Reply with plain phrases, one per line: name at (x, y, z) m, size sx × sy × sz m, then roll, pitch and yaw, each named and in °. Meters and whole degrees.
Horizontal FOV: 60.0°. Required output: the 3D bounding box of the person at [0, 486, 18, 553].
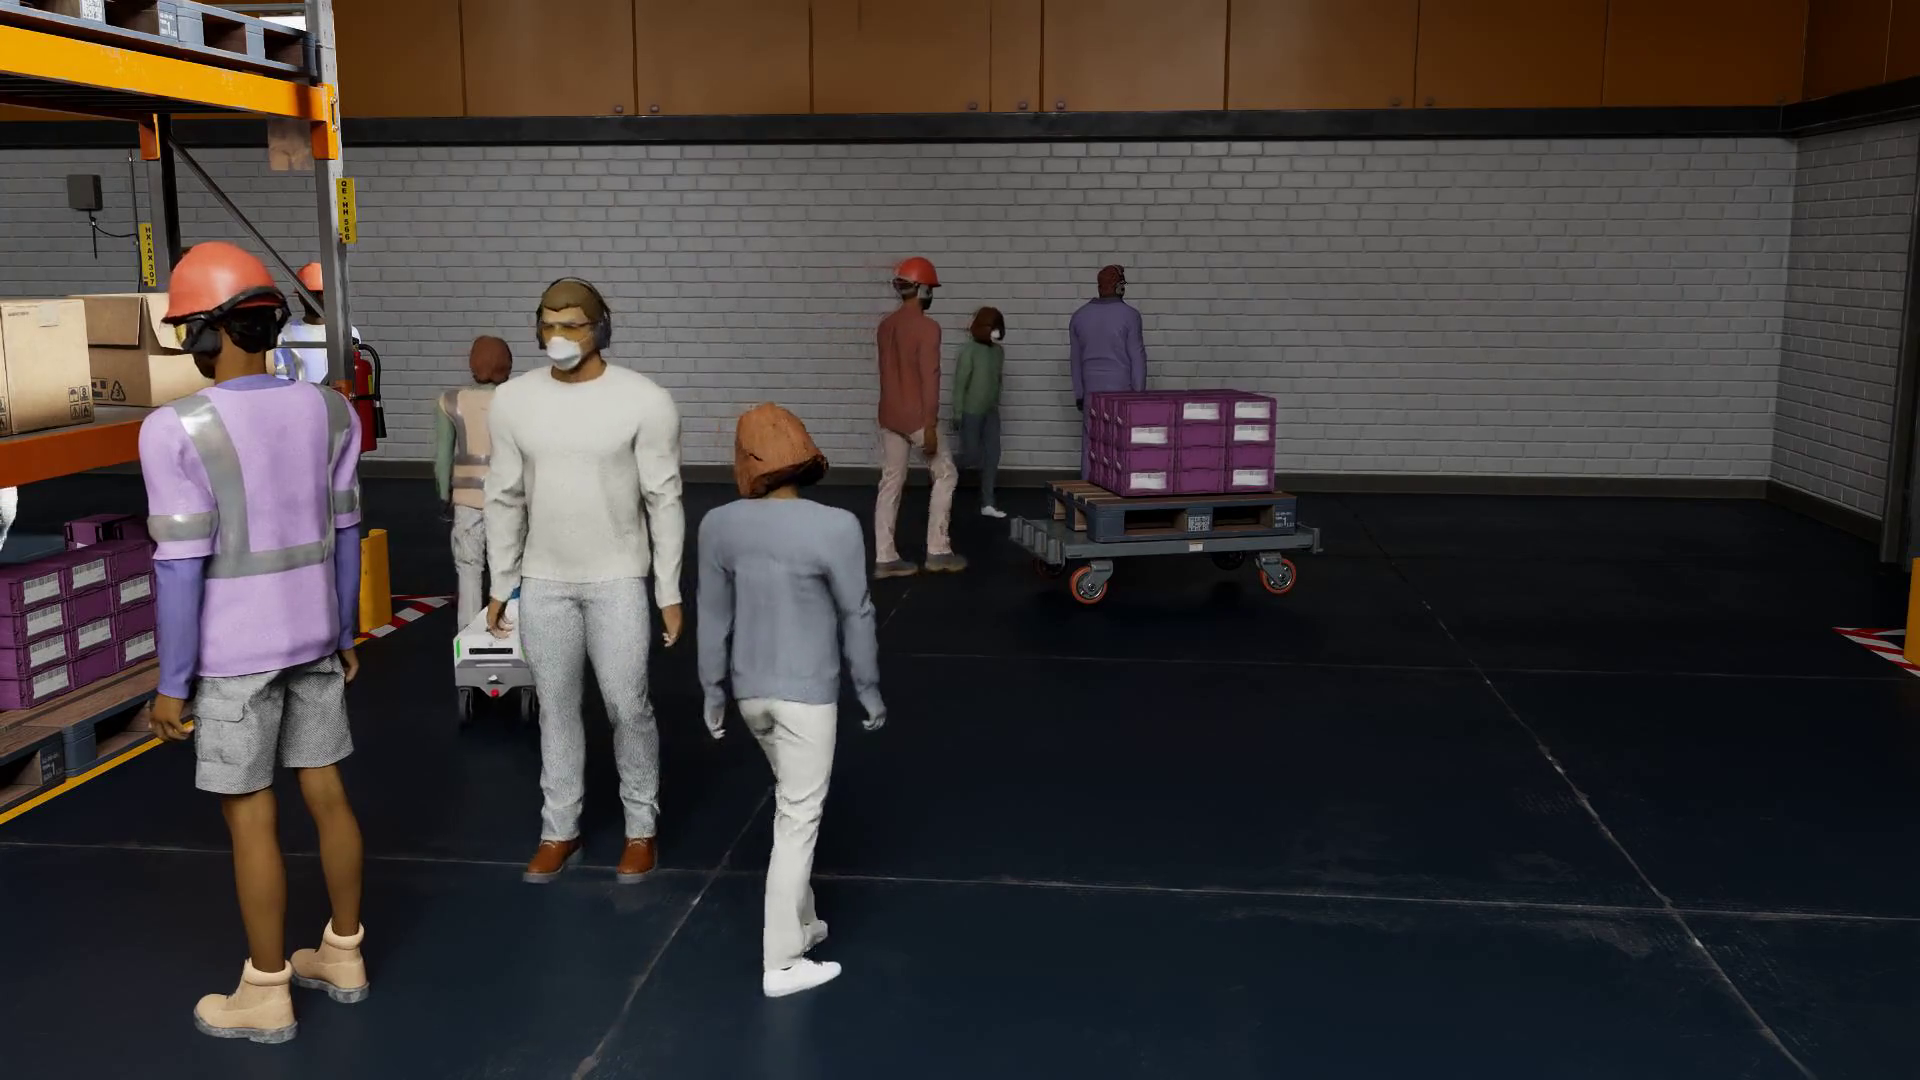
person at (-5.639, -0.556, 9.487) m, size 0.575 × 1.869 × 0.631 m, roll -8°, pitch 13°, yaw -39°

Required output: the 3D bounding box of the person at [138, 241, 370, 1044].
person at (-1.808, 0.269, 4.273) m, size 0.381 × 2.042 × 0.604 m, roll 5°, pitch 11°, yaw 28°

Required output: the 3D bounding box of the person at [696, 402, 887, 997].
person at (-0.436, 0.425, 4.617) m, size 0.490 × 1.614 × 0.549 m, roll 6°, pitch 12°, yaw 32°

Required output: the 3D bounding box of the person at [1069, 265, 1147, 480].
person at (1.147, -1.120, 12.607) m, size 0.639 × 1.910 × 0.407 m, roll 7°, pitch 12°, yaw 36°

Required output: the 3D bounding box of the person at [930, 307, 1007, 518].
person at (0.069, -0.976, 12.629) m, size 0.612 × 1.599 × 0.527 m, roll 9°, pitch 13°, yaw 41°

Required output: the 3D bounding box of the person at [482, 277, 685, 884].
person at (-1.200, 0.137, 5.321) m, size 0.637 × 1.938 × 0.371 m, roll 1°, pitch 10°, yaw 8°

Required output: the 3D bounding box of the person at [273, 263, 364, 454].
person at (-3.890, -0.707, 10.144) m, size 0.545 × 1.943 × 0.348 m, roll -8°, pitch 13°, yaw -40°

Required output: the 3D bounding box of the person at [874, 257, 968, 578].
person at (-0.242, -0.755, 10.322) m, size 0.770 × 1.966 × 0.641 m, roll -8°, pitch 13°, yaw -38°

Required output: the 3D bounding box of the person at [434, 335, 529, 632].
person at (-2.265, -0.175, 8.022) m, size 0.524 × 1.617 × 0.689 m, roll -2°, pitch 10°, yaw -12°

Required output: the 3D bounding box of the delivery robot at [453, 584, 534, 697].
delivery robot at (-1.975, 0.434, 7.307) m, size 0.477 × 0.478 × 0.707 m, roll 0°, pitch 10°, yaw -2°
